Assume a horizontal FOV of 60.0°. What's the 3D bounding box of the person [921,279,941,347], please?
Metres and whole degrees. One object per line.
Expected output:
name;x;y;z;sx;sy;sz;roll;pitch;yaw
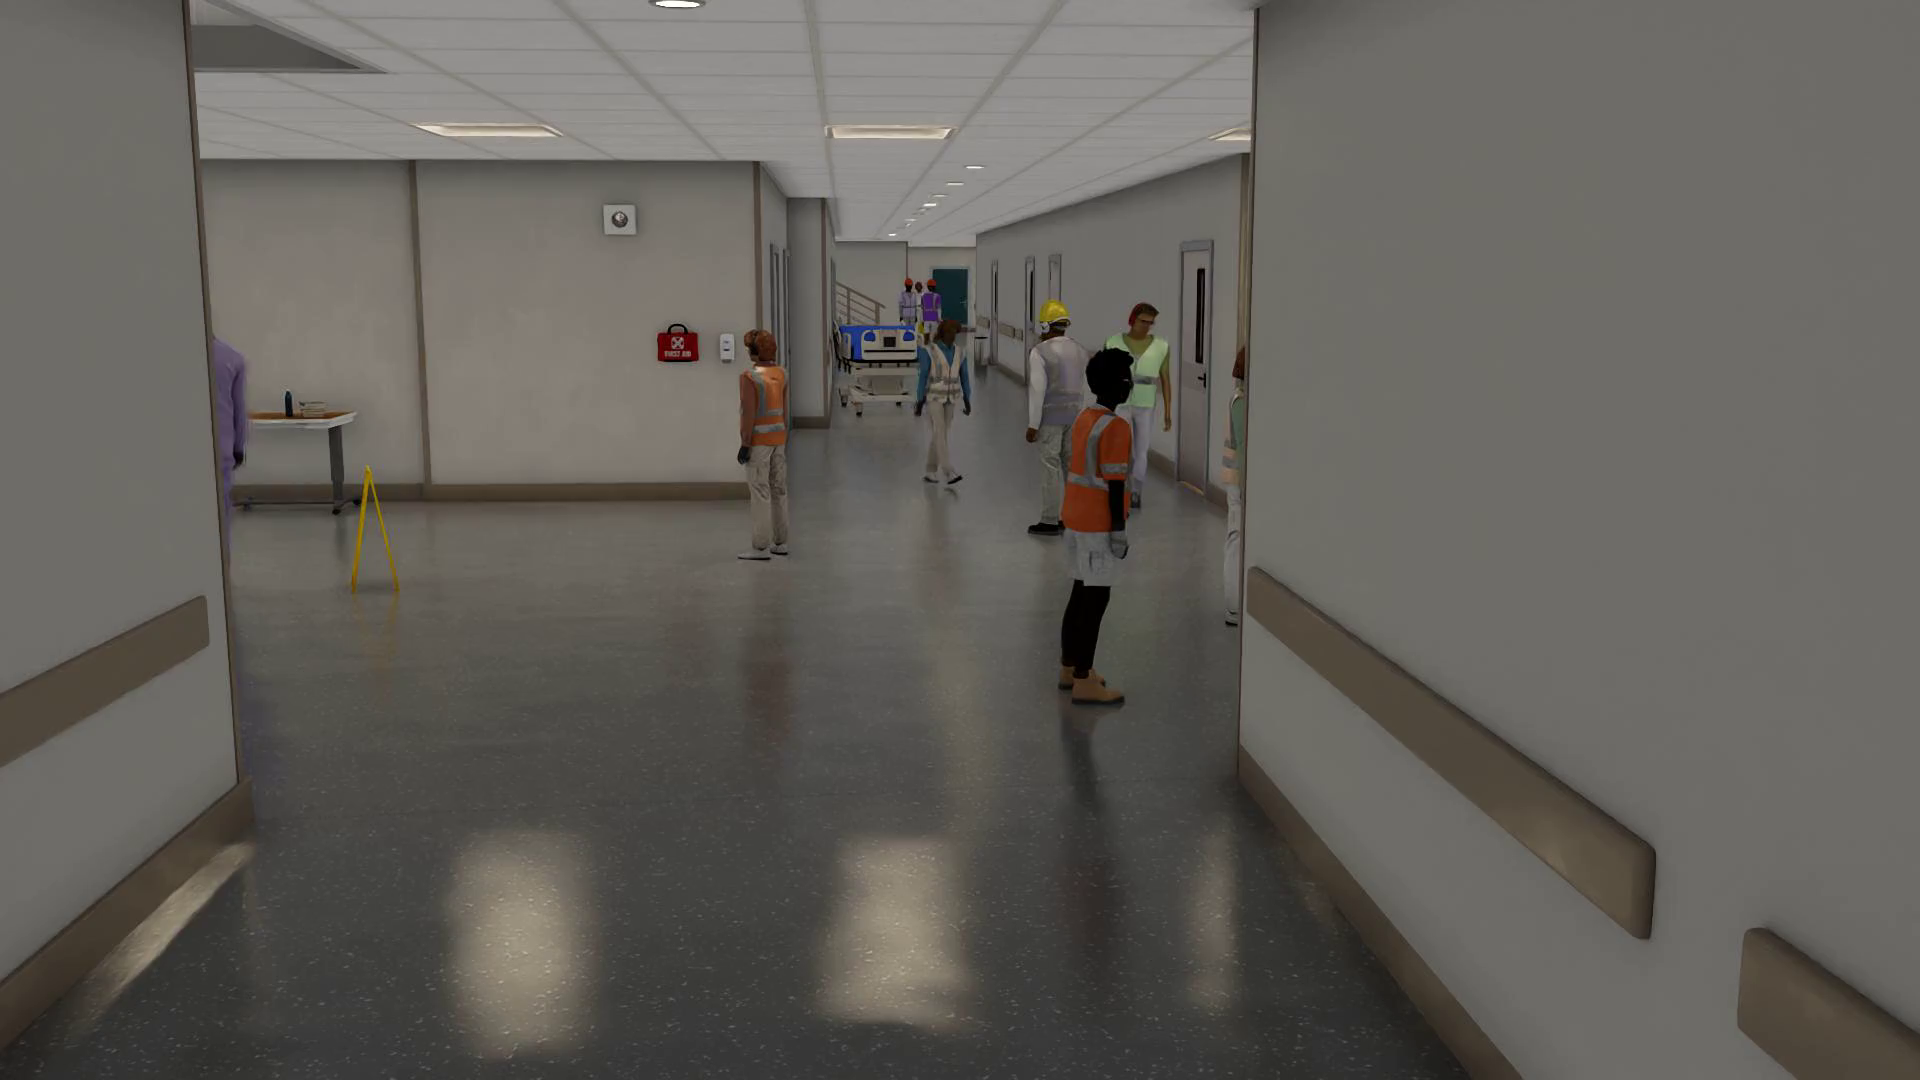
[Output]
person;-0.687;-5.338;40.235;0.547;1.933;0.381;5;10;28

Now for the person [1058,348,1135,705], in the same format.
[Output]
person;0.656;-0.069;7.924;0.330;1.689;0.544;-2;9;-13

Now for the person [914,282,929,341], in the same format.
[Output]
person;-1.144;-6.718;49.191;0.595;1.845;0.997;5;10;26

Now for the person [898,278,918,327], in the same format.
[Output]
person;-1.363;-5.965;44.123;0.545;1.941;0.350;-5;10;-29

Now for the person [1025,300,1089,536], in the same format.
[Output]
person;0.734;-0.948;12.962;0.591;1.833;0.404;-8;12;-42

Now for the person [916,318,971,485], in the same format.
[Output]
person;-0.116;-1.323;16.019;0.528;1.593;0.849;-6;11;-34

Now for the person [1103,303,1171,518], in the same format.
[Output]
person;1.473;-1.121;14.165;0.631;1.802;0.825;0;9;2

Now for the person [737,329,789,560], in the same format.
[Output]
person;-1.400;-0.676;11.859;0.306;1.640;0.523;5;10;28
